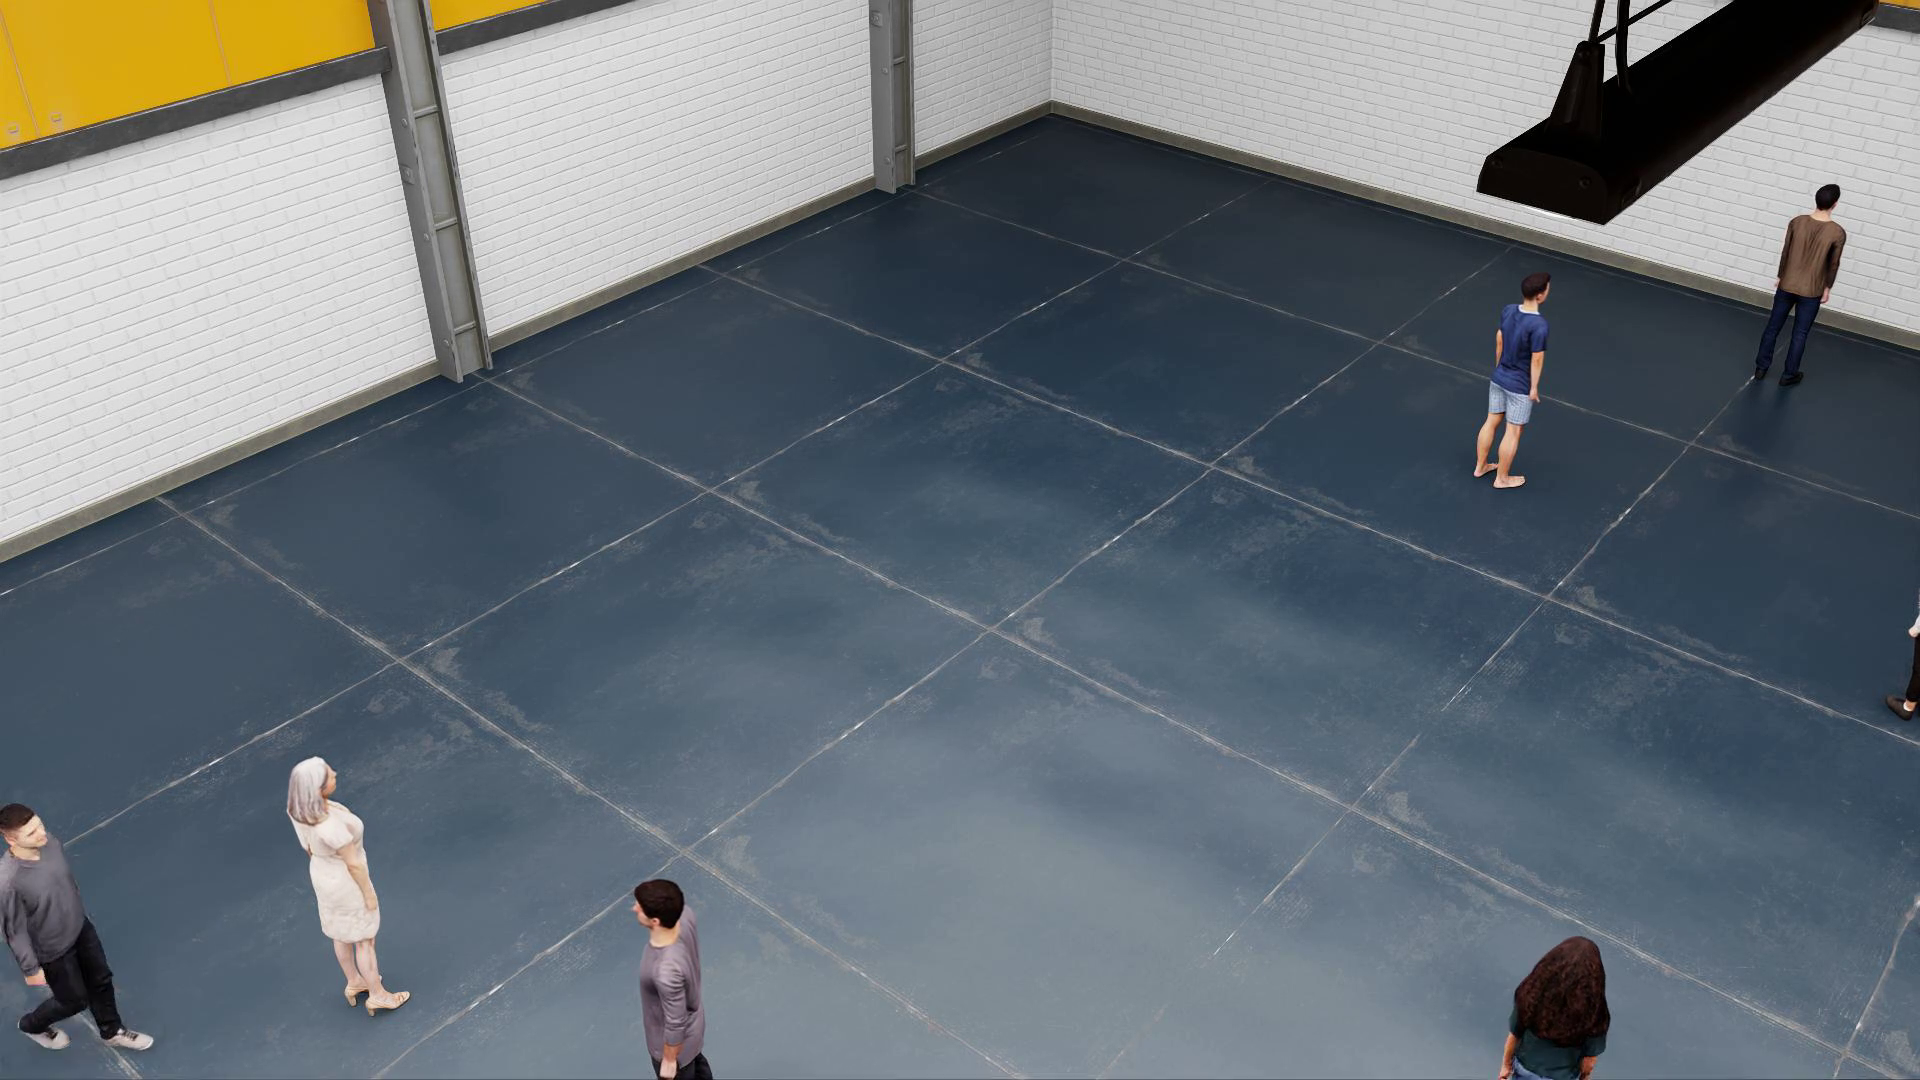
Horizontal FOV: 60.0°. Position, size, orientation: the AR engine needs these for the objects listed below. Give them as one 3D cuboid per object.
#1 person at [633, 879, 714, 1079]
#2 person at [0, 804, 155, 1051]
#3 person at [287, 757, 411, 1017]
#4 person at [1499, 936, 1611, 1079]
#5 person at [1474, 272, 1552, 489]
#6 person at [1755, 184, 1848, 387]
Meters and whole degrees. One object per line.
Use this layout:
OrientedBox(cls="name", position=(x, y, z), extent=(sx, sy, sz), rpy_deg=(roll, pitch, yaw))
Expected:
OrientedBox(cls="person", position=(-1.358, 2.318, 7.994), extent=(0.797, 1.853, 0.721), rpy_deg=(-1, 34, -2))
OrientedBox(cls="person", position=(-4.704, 2.027, 8.528), extent=(0.988, 1.746, 0.959), rpy_deg=(0, 34, -1))
OrientedBox(cls="person", position=(-3.269, 1.845, 8.812), extent=(0.607, 1.736, 0.559), rpy_deg=(21, 39, 29))
OrientedBox(cls="person", position=(2.761, 2.539, 7.885), extent=(0.625, 1.605, 0.703), rpy_deg=(19, 38, 26))
OrientedBox(cls="person", position=(4.476, -1.294, 13.434), extent=(0.672, 1.847, 0.689), rpy_deg=(-17, 37, -24))
OrientedBox(cls="person", position=(7.534, -2.284, 14.886), extent=(0.646, 1.888, 0.555), rpy_deg=(26, 42, 34))
